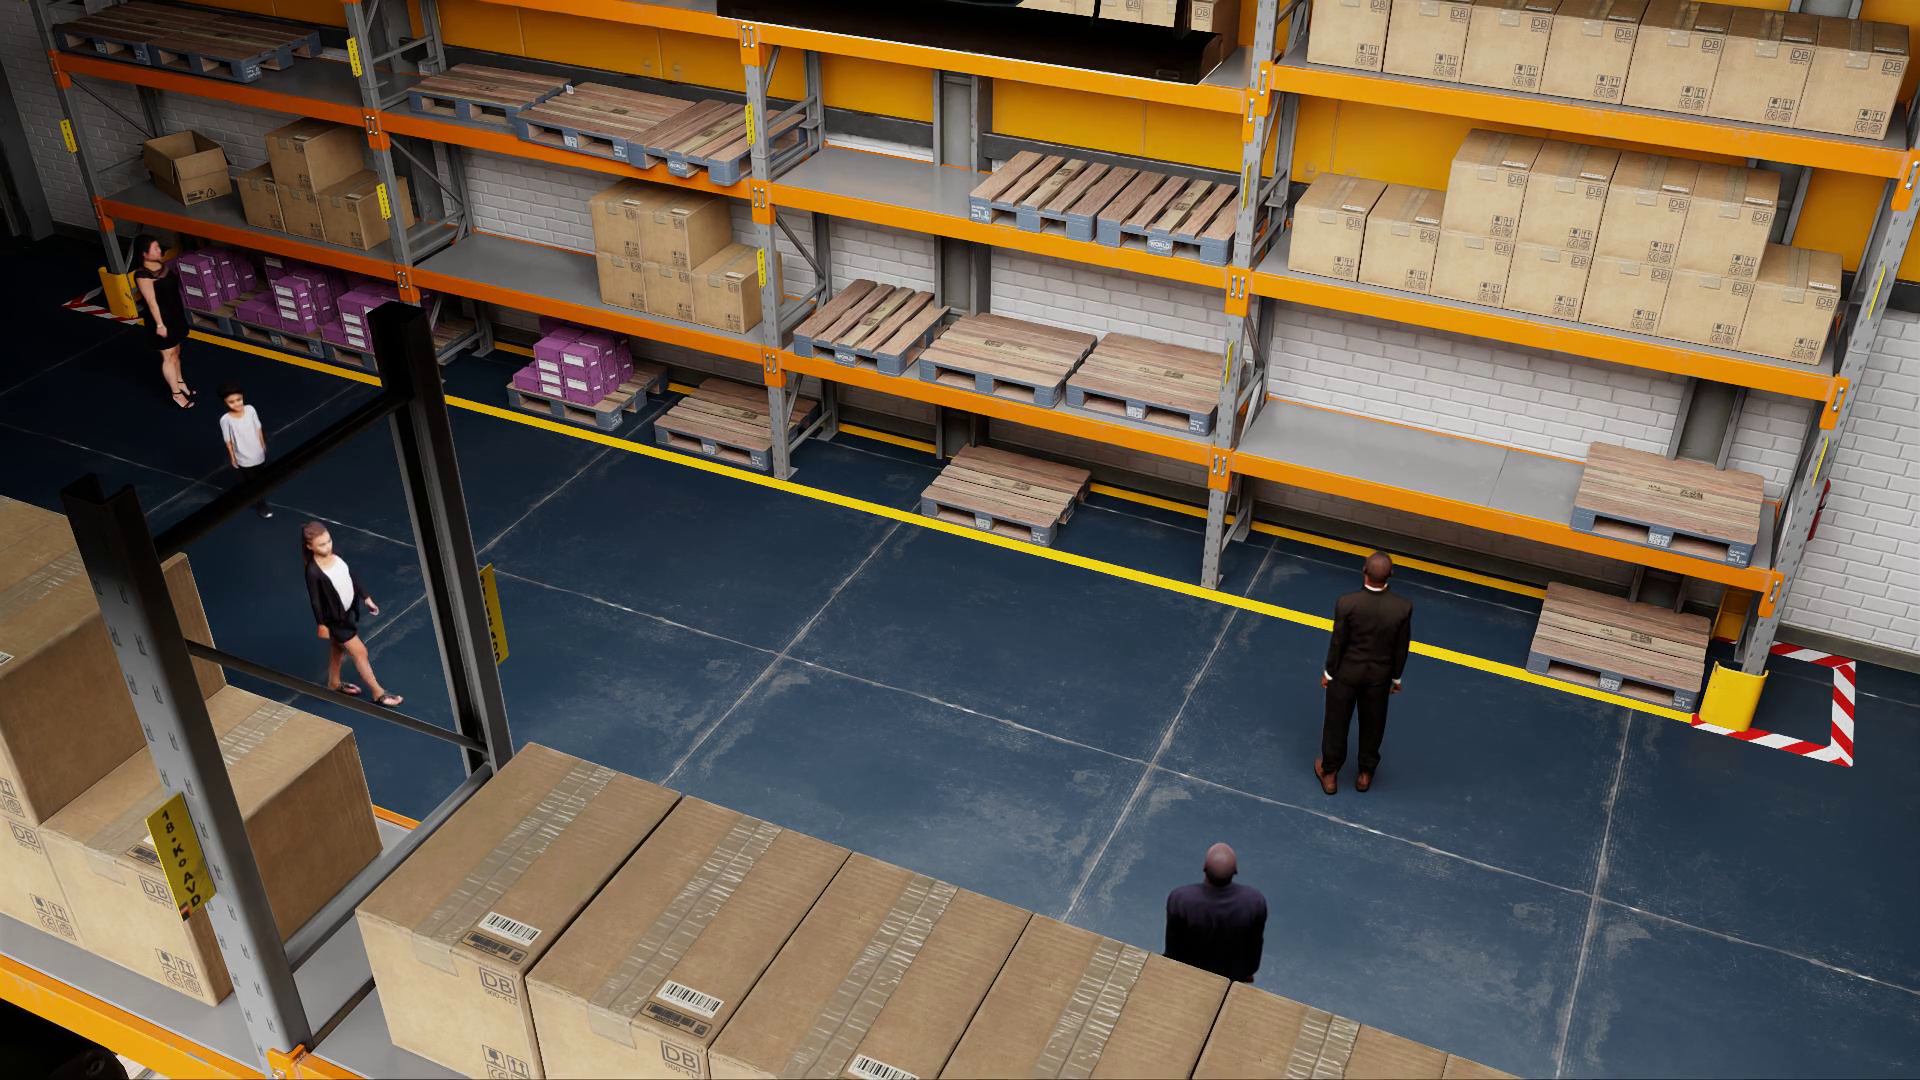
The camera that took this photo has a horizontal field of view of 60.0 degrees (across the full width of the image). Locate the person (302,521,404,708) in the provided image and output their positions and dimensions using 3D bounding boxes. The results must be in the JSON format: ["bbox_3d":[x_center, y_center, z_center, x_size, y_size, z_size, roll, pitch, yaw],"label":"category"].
[{"bbox_3d":[-4.546,0.511,11.930,0.931,1.533,0.692,5,34,8],"label":"person"}]

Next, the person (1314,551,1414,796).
[{"bbox_3d":[2.669,0.882,11.036,0.691,1.905,0.830,2,34,3],"label":"person"}]

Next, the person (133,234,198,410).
[{"bbox_3d":[-7.496,-2.066,15.641,0.791,1.717,0.754,-6,34,-9],"label":"person"}]

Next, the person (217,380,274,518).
[{"bbox_3d":[-6.104,-0.811,14.176,0.652,1.248,0.797,-26,41,-33],"label":"person"}]

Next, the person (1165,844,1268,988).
[{"bbox_3d":[1.339,2.327,8.940,0.705,1.818,0.842,0,34,-1],"label":"person"}]
